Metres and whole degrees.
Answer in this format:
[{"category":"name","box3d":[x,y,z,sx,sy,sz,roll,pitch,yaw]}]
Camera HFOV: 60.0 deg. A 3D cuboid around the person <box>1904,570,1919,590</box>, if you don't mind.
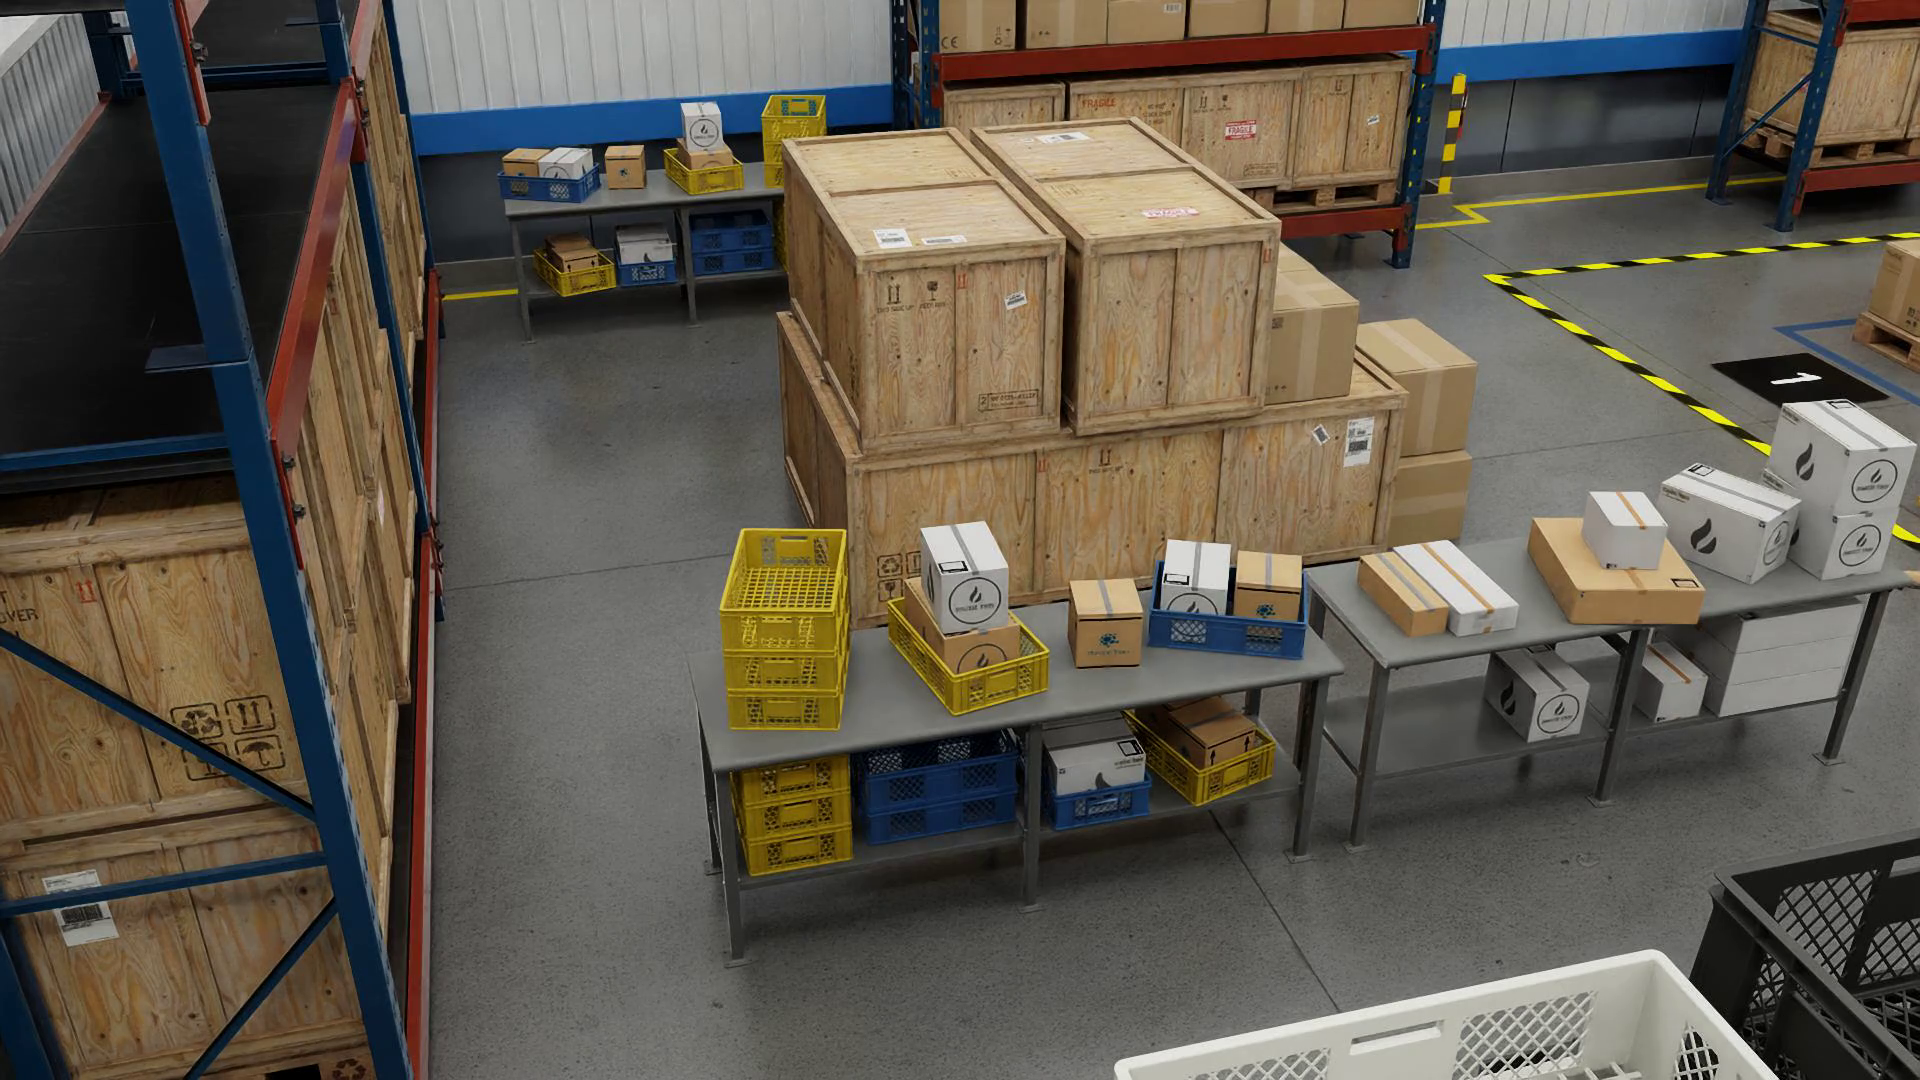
[{"category":"person","box3d":[5.197,-0.556,8.291,0.370,2.040,0.614,1,29,2]}]
